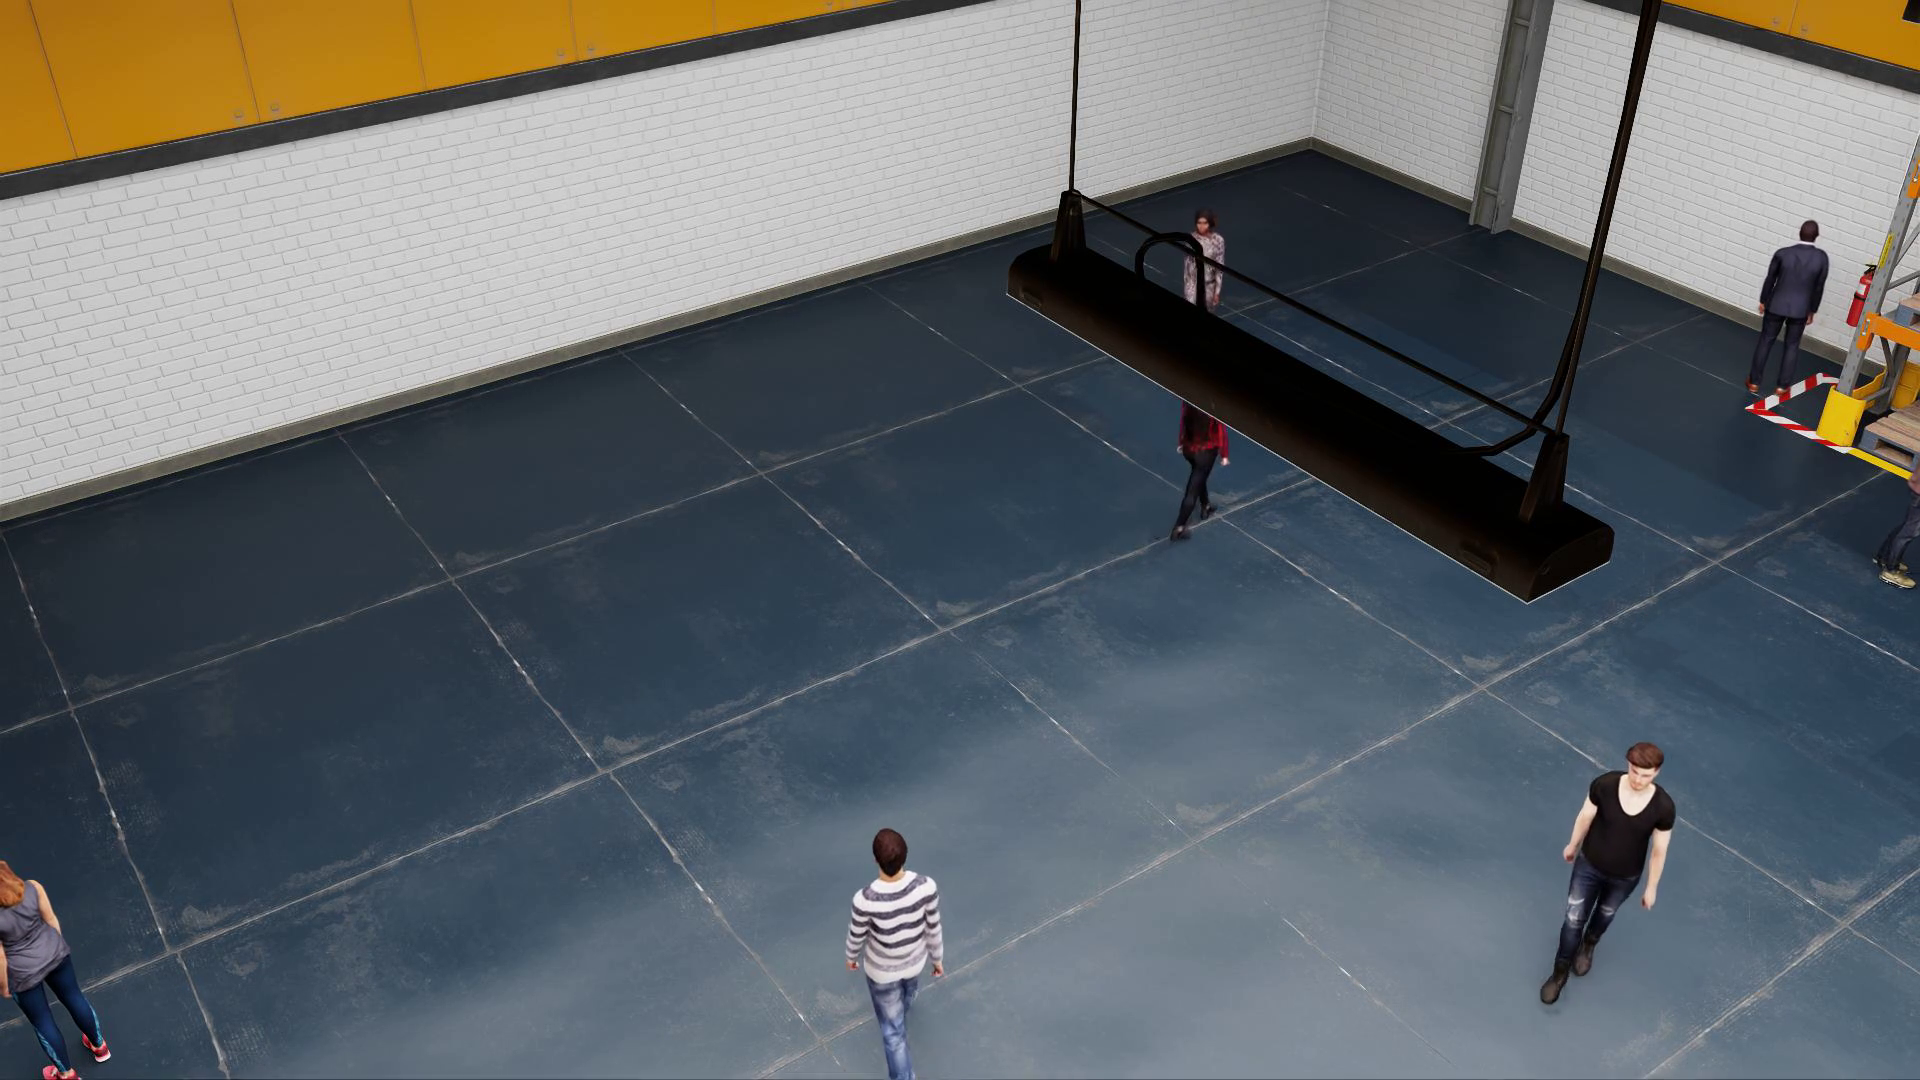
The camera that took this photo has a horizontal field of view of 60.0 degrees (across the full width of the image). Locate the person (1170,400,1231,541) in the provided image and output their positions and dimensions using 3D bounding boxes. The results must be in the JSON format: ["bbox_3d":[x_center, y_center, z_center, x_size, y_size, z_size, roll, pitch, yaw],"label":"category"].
[{"bbox_3d":[1.987,-0.697,14.167,0.733,1.632,0.861,-27,42,-35],"label":"person"}]

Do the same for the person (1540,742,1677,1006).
[{"bbox_3d":[3.943,1.901,10.040,1.009,1.875,1.016,16,37,22],"label":"person"}]

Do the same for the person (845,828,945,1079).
[{"bbox_3d":[-0.323,2.445,9.282,0.859,1.808,1.194,-11,35,-17],"label":"person"}]

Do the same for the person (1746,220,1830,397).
[{"bbox_3d":[8.154,-2.281,16.379,0.717,1.822,0.851,18,37,25],"label":"person"}]

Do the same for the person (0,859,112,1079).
[{"bbox_3d":[-5.229,2.409,9.400,0.658,1.737,0.641,17,37,24],"label":"person"}]

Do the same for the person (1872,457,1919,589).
[{"bbox_3d":[7.928,-0.451,13.662,0.725,1.782,0.731,19,38,26],"label":"person"}]

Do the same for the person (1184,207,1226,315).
[{"bbox_3d":[2.498,-2.605,16.994,1.094,1.681,1.114,7,34,10],"label":"person"}]
